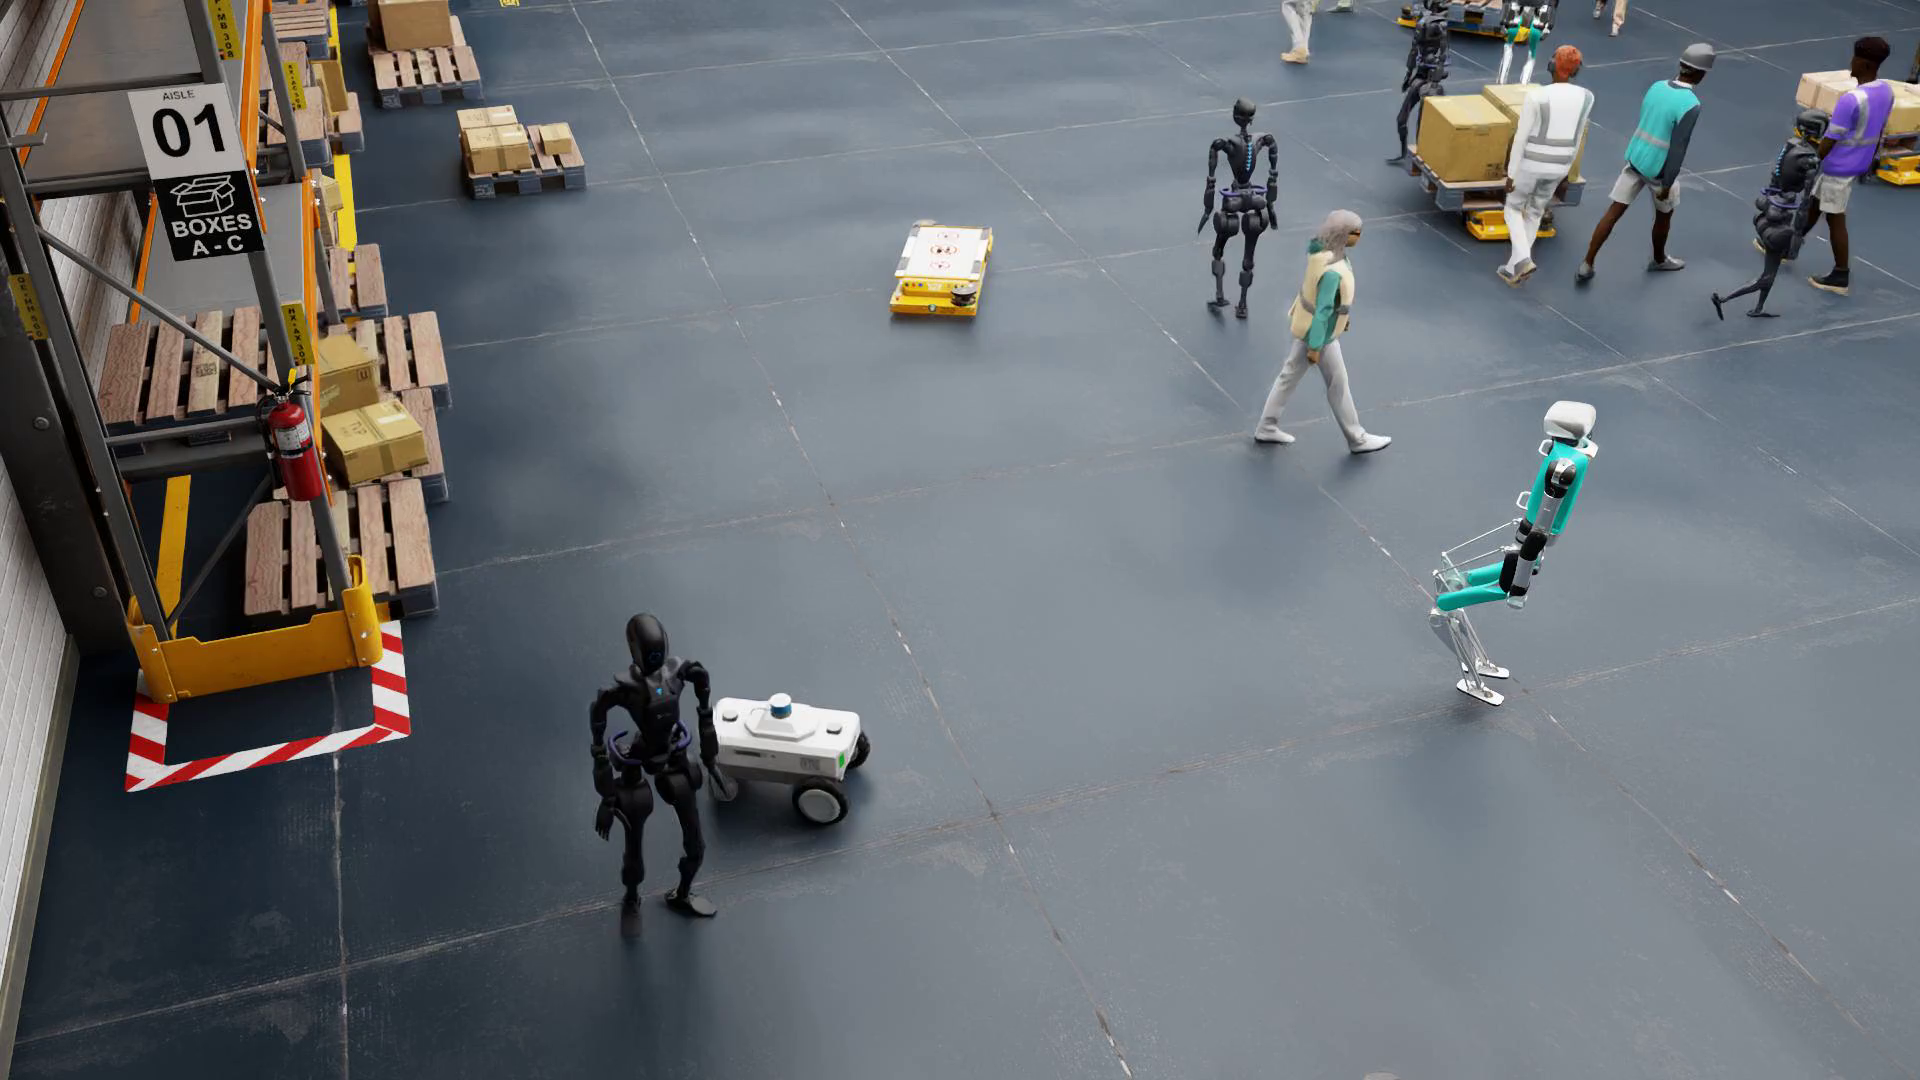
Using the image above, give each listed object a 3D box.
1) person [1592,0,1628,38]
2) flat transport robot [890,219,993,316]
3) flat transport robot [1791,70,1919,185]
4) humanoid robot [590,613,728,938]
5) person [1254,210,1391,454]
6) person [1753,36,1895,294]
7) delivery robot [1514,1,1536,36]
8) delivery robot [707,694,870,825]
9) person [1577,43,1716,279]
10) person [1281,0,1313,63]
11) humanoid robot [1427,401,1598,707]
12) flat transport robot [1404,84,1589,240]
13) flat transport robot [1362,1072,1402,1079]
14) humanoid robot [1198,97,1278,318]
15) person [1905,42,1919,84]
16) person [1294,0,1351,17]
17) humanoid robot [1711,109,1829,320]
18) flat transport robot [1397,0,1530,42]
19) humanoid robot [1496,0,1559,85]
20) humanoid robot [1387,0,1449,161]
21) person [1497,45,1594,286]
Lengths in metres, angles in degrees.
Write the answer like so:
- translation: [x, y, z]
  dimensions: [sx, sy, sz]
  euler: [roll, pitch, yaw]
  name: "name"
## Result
- translation: [7.442, -6.576, 18.692]
  dimensions: [0.475, 1.635, 0.813]
  euler: [9, 34, 13]
  name: "person"
- translation: [-0.129, -2.164, 13.177]
  dimensions: [0.659, 0.231, 1.431]
  euler: [4, 33, 5]
  name: "flat transport robot"
- translation: [8.523, -3.645, 15.448]
  dimensions: [0.659, 0.231, 1.431]
  euler: [-8, 34, -12]
  name: "flat transport robot"
- translation: [-1.300, 0.982, 7.066]
  dimensions: [0.588, 1.640, 0.371]
  euler: [-20, 38, -28]
  name: "humanoid robot"
- translation: [2.367, -1.305, 10.574]
  dimensions: [0.894, 1.662, 0.487]
  euler: [3, 33, 4]
  name: "person"
- translation: [6.749, -2.931, 12.846]
  dimensions: [0.616, 1.922, 0.920]
  euler: [-24, 40, -32]
  name: "person"
- translation: [6.340, -6.087, 18.946]
  dimensions: [0.499, 0.611, 0.814]
  euler: [15, 36, 21]
  name: "delivery robot"
- translation: [-0.845, 1.004, 8.047]
  dimensions: [0.783, 0.584, 0.499]
  euler: [6, 34, 9]
  name: "delivery robot"
- translation: [5.319, -2.906, 12.845]
  dimensions: [1.002, 1.874, 0.638]
  euler: [-15, 36, -21]
  name: "person"
- translation: [3.648, -6.008, 17.642]
  dimensions: [0.439, 1.839, 0.497]
  euler: [24, 40, 32]
  name: "person"
- translation: [2.680, 0.031, 8.345]
  dimensions: [0.735, 1.677, 0.533]
  euler: [16, 36, 23]
  name: "humanoid robot"
- translation: [4.561, -2.954, 14.389]
  dimensions: [0.659, 0.231, 1.431]
  euler: [-3, 33, -5]
  name: "flat transport robot"
- translation: [1.714, 2.571, 5.916]
  dimensions: [0.659, 0.231, 1.431]
  euler: [8, 34, 11]
  name: "flat transport robot"
- translation: [2.081, -2.462, 12.346]
  dimensions: [0.610, 1.644, 0.351]
  euler: [-7, 34, -10]
  name: "humanoid robot"
- translation: [10.142, -5.585, 16.957]
  dimensions: [0.972, 1.871, 0.548]
  euler: [-23, 39, -31]
  name: "person"
- translation: [4.249, -6.937, 19.093]
  dimensions: [0.818, 1.804, 0.582]
  euler: [-7, 34, -11]
  name: "person"
- translation: [5.955, -2.383, 12.244]
  dimensions: [0.617, 1.639, 0.599]
  euler: [0, 33, 1]
  name: "humanoid robot"
- translation: [5.795, -5.950, 18.984]
  dimensions: [1.431, 0.231, 0.659]
  euler: [17, 37, 24]
  name: "flat transport robot"
- translation: [5.606, -5.164, 16.433]
  dimensions: [0.531, 1.774, 0.747]
  euler: [10, 35, 16]
  name: "humanoid robot"
- translation: [4.173, -4.127, 14.899]
  dimensions: [0.312, 1.652, 0.607]
  euler: [-7, 34, -10]
  name: "humanoid robot"
- translation: [4.494, -2.813, 12.729]
  dimensions: [0.608, 1.840, 0.627]
  euler: [-3, 33, -4]
  name: "person"
